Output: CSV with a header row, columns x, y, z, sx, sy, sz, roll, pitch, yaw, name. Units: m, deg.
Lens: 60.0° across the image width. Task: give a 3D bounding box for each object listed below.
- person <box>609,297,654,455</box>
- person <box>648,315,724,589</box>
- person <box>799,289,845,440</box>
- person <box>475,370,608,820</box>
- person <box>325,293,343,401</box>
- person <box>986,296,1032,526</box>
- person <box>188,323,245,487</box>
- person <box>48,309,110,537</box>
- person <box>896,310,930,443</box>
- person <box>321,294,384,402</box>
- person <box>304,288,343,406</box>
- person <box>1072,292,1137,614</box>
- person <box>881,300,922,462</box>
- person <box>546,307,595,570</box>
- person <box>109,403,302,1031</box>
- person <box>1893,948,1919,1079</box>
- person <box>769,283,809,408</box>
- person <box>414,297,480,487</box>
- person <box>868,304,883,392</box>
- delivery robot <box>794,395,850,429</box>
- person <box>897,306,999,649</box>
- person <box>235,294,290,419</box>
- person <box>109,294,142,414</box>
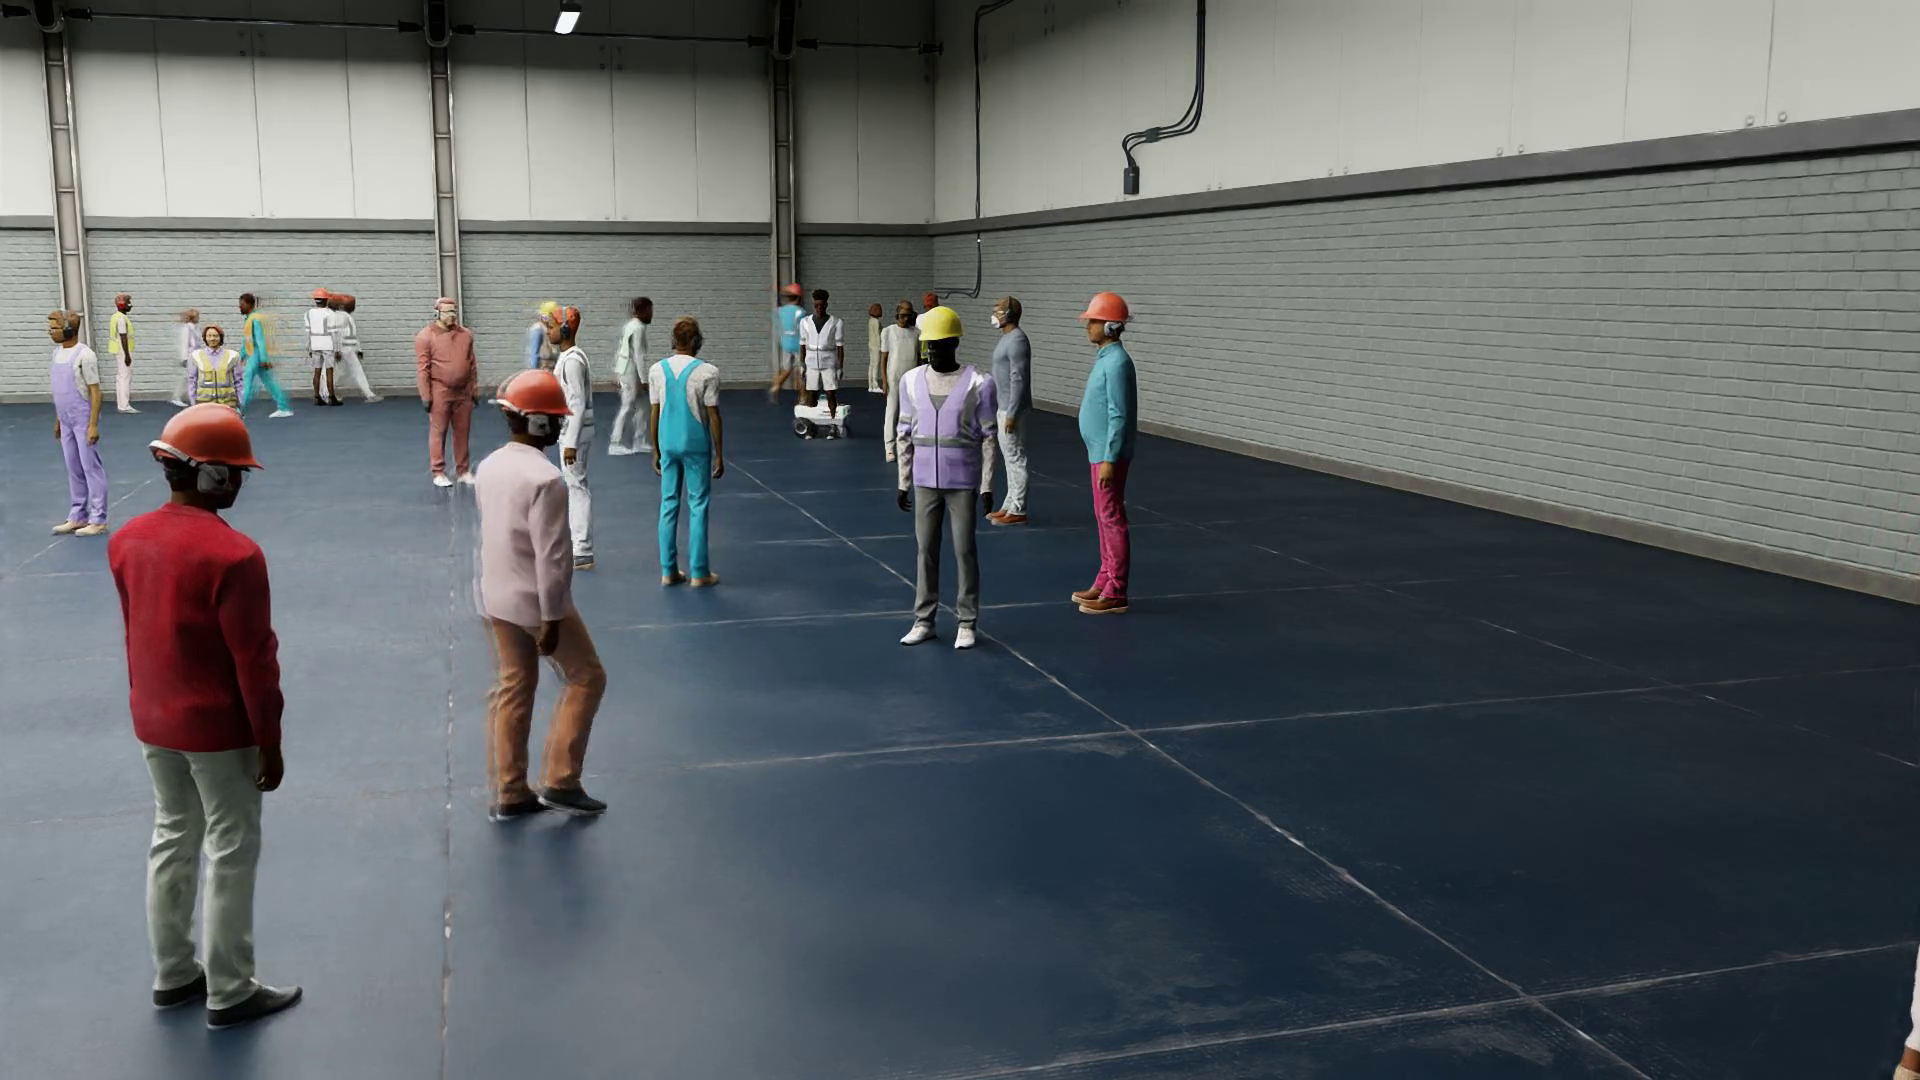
x,y,z,sx,sy,sz,roll,pitch,yaw,name
-3.845,-1.933,19.663,0.720,1.872,0.609,-1,9,-9,person
-1.838,-0.584,11.194,0.511,1.837,0.353,2,9,14,person
-1.793,-2.274,21.588,0.603,1.958,0.375,2,9,10,person
-1.605,0.219,6.397,0.568,1.735,0.483,8,12,41,person
-10.747,-3.297,28.448,0.381,1.850,0.717,-3,10,-21,person
0.424,-1.085,14.055,0.372,1.940,0.627,-1,9,-4,person
-7.410,-1.334,16.590,0.513,1.642,0.313,-4,10,-25,person
-7.151,-0.944,13.463,0.507,1.842,0.351,5,10,31,person
-0.630,-2.067,21.080,0.535,1.700,0.318,3,9,17,person
-10.305,-3.204,27.938,1.031,1.832,0.600,-2,9,-12,person
-10.423,-3.153,27.256,0.551,1.934,0.362,2,9,12,person
0.915,-0.541,10.396,0.375,1.997,0.611,0,9,-2,person
-0.654,-1.808,18.987,0.506,1.840,0.346,-3,9,-20,person
-2.802,-0.726,11.943,0.350,1.882,0.583,-3,9,-16,person
-2.085,0.489,4.649,0.575,1.740,0.353,5,10,28,person
2.818,0.452,4.241,1.044,1.927,0.647,-6,10,-32,person
-2.691,-3.093,26.621,0.613,2.024,0.855,6,10,32,person
-5.129,-1.482,16.728,0.403,1.900,0.645,7,12,39,person
-1.540,-3.527,30.607,0.285,1.633,0.497,-3,10,-21,person
-1.807,-1.668,21.871,0.707,0.478,0.477,1,9,7,delivery robot
-0.082,-0.343,9.356,0.591,1.926,0.387,3,10,20,person
-10.571,-2.748,24.906,0.993,1.867,0.598,-5,10,-27,person
-12.935,-2.864,25.694,0.381,1.844,0.566,-6,11,-32,person
